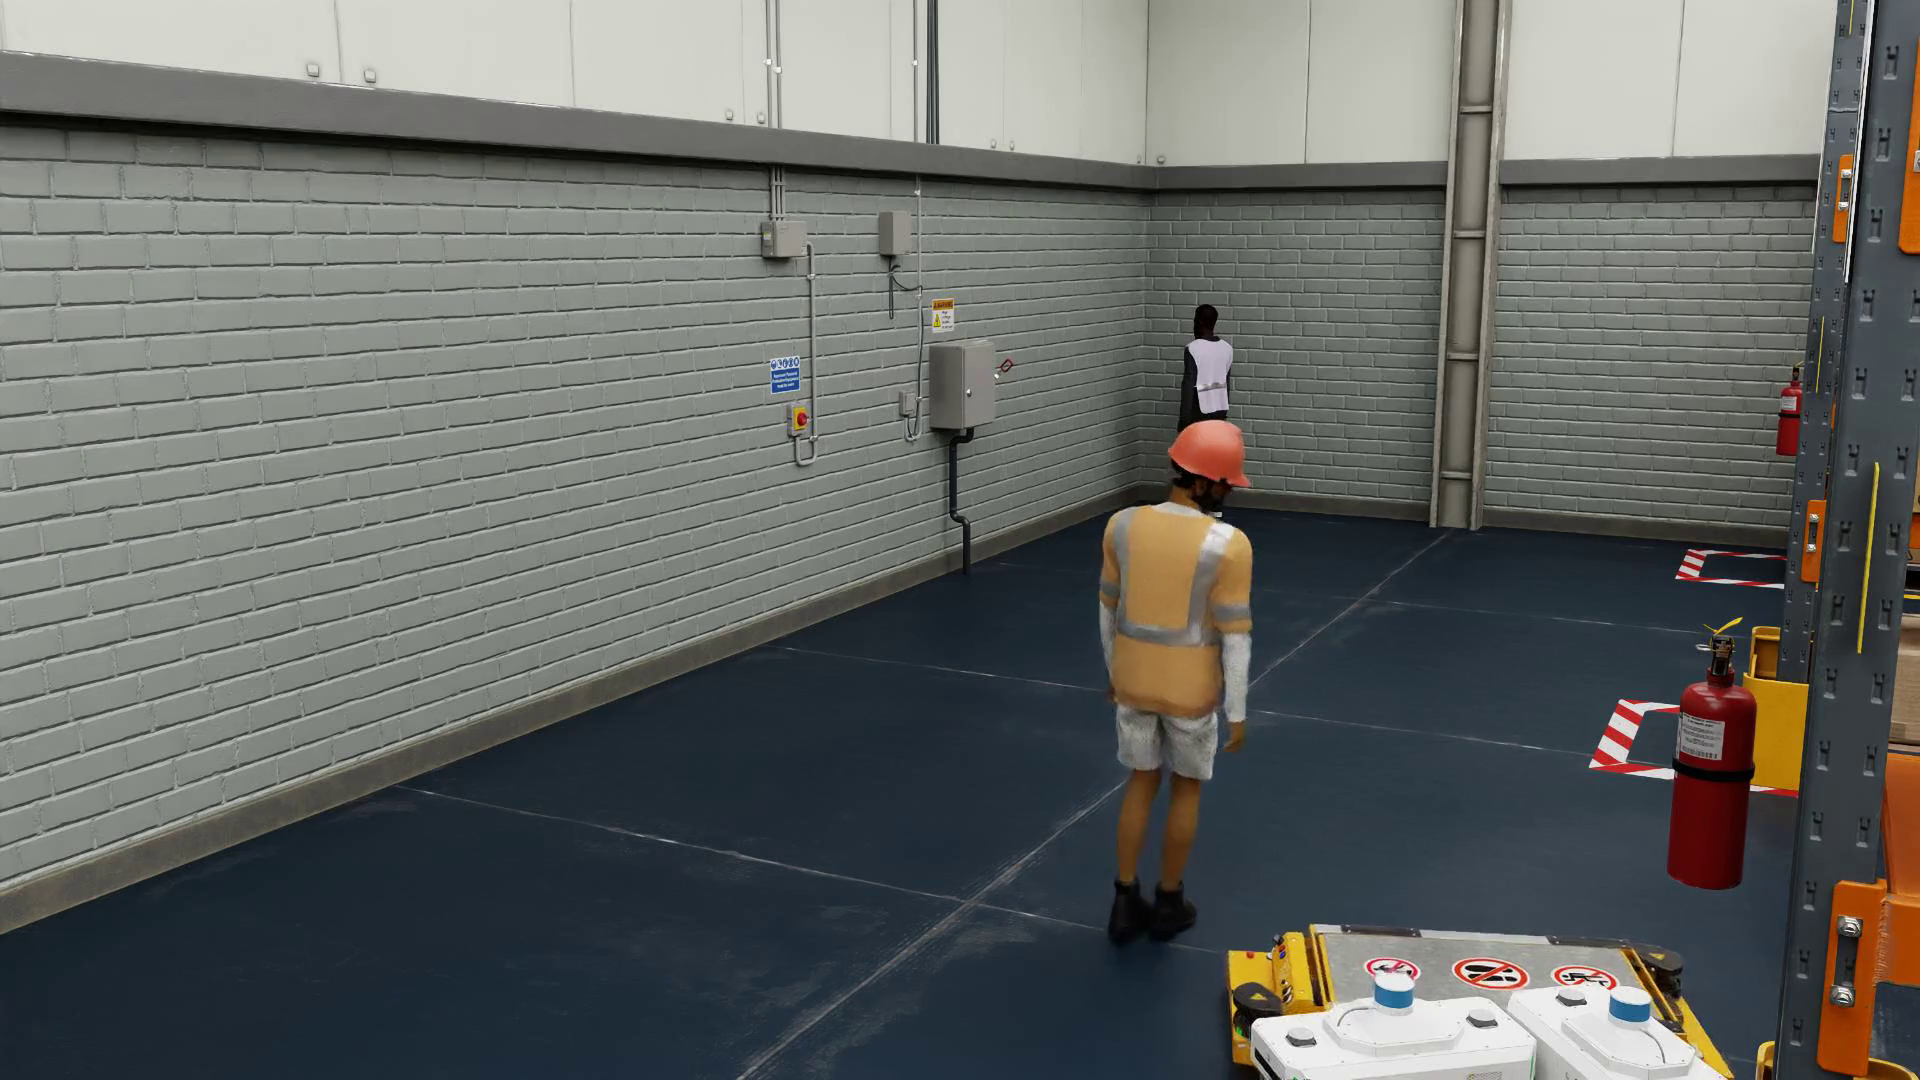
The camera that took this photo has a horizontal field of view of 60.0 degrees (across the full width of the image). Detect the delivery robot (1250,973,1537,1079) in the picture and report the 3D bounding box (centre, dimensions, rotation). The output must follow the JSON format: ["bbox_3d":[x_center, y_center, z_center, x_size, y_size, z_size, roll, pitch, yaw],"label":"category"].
[{"bbox_3d":[1.143,1.398,4.422,0.707,0.478,0.477,-2,11,-11],"label":"delivery robot"}]

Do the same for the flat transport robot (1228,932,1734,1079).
[{"bbox_3d":[1.571,1.444,5.201,1.431,0.197,0.652,1,10,8],"label":"flat transport robot"}]

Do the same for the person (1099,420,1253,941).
[{"bbox_3d":[0.753,0.511,5.839,0.583,1.891,0.420,6,12,28],"label":"person"}]

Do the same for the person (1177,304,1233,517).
[{"bbox_3d":[2.188,-1.127,14.763,0.592,1.912,0.385,-9,14,-41],"label":"person"}]

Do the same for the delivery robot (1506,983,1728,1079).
[{"bbox_3d":[1.736,1.412,4.344,0.477,0.478,0.707,-2,11,-12],"label":"delivery robot"}]
